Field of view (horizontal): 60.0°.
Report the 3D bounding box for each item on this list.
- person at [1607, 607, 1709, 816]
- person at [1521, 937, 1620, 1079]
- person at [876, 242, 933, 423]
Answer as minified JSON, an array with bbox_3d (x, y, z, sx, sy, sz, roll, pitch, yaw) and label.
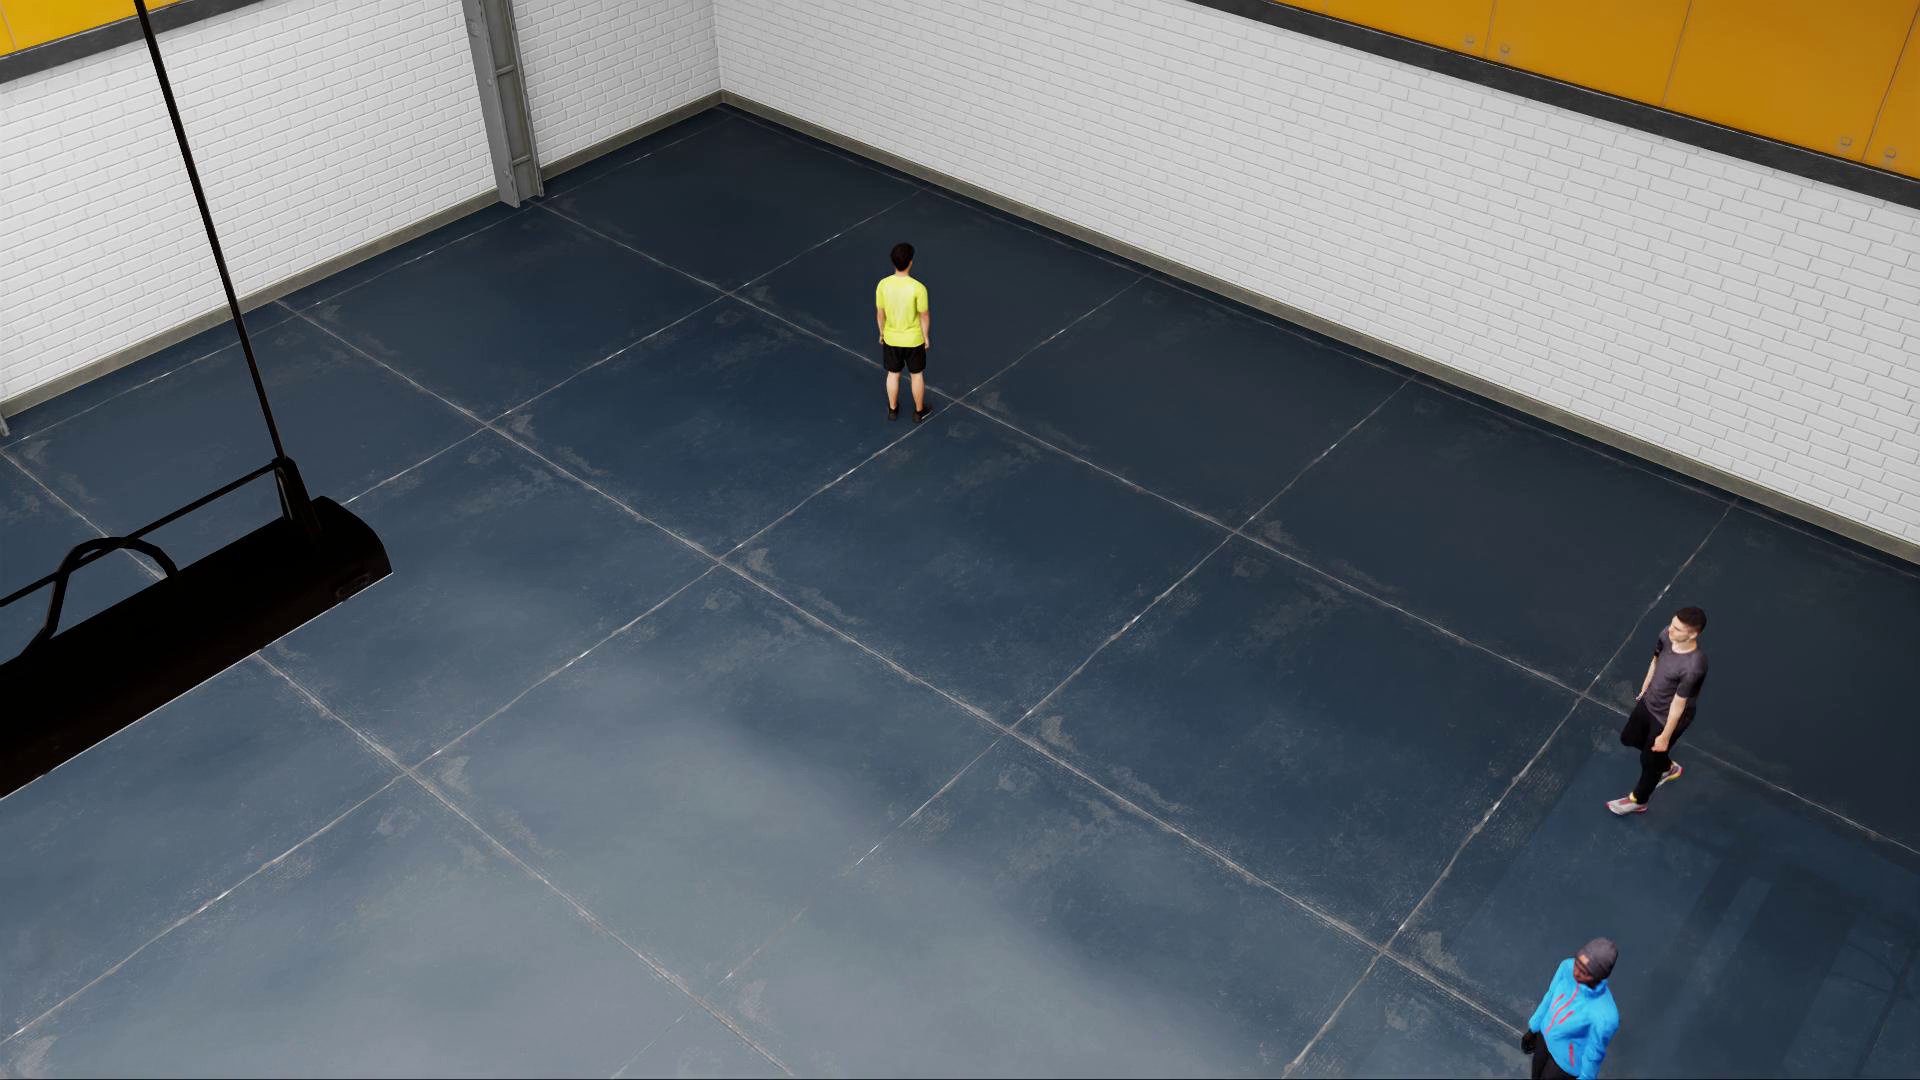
[{"bbox_3d":[4.653,1.116,10.802,0.925,1.748,0.864,-5,39,-6],"label":"person"},{"bbox_3d":[3.282,2.686,8.804,0.824,1.788,0.766,-8,39,-9],"label":"person"},{"bbox_3d":[-0.488,-1.791,14.475,0.694,1.708,0.683,9,39,11],"label":"person"}]
